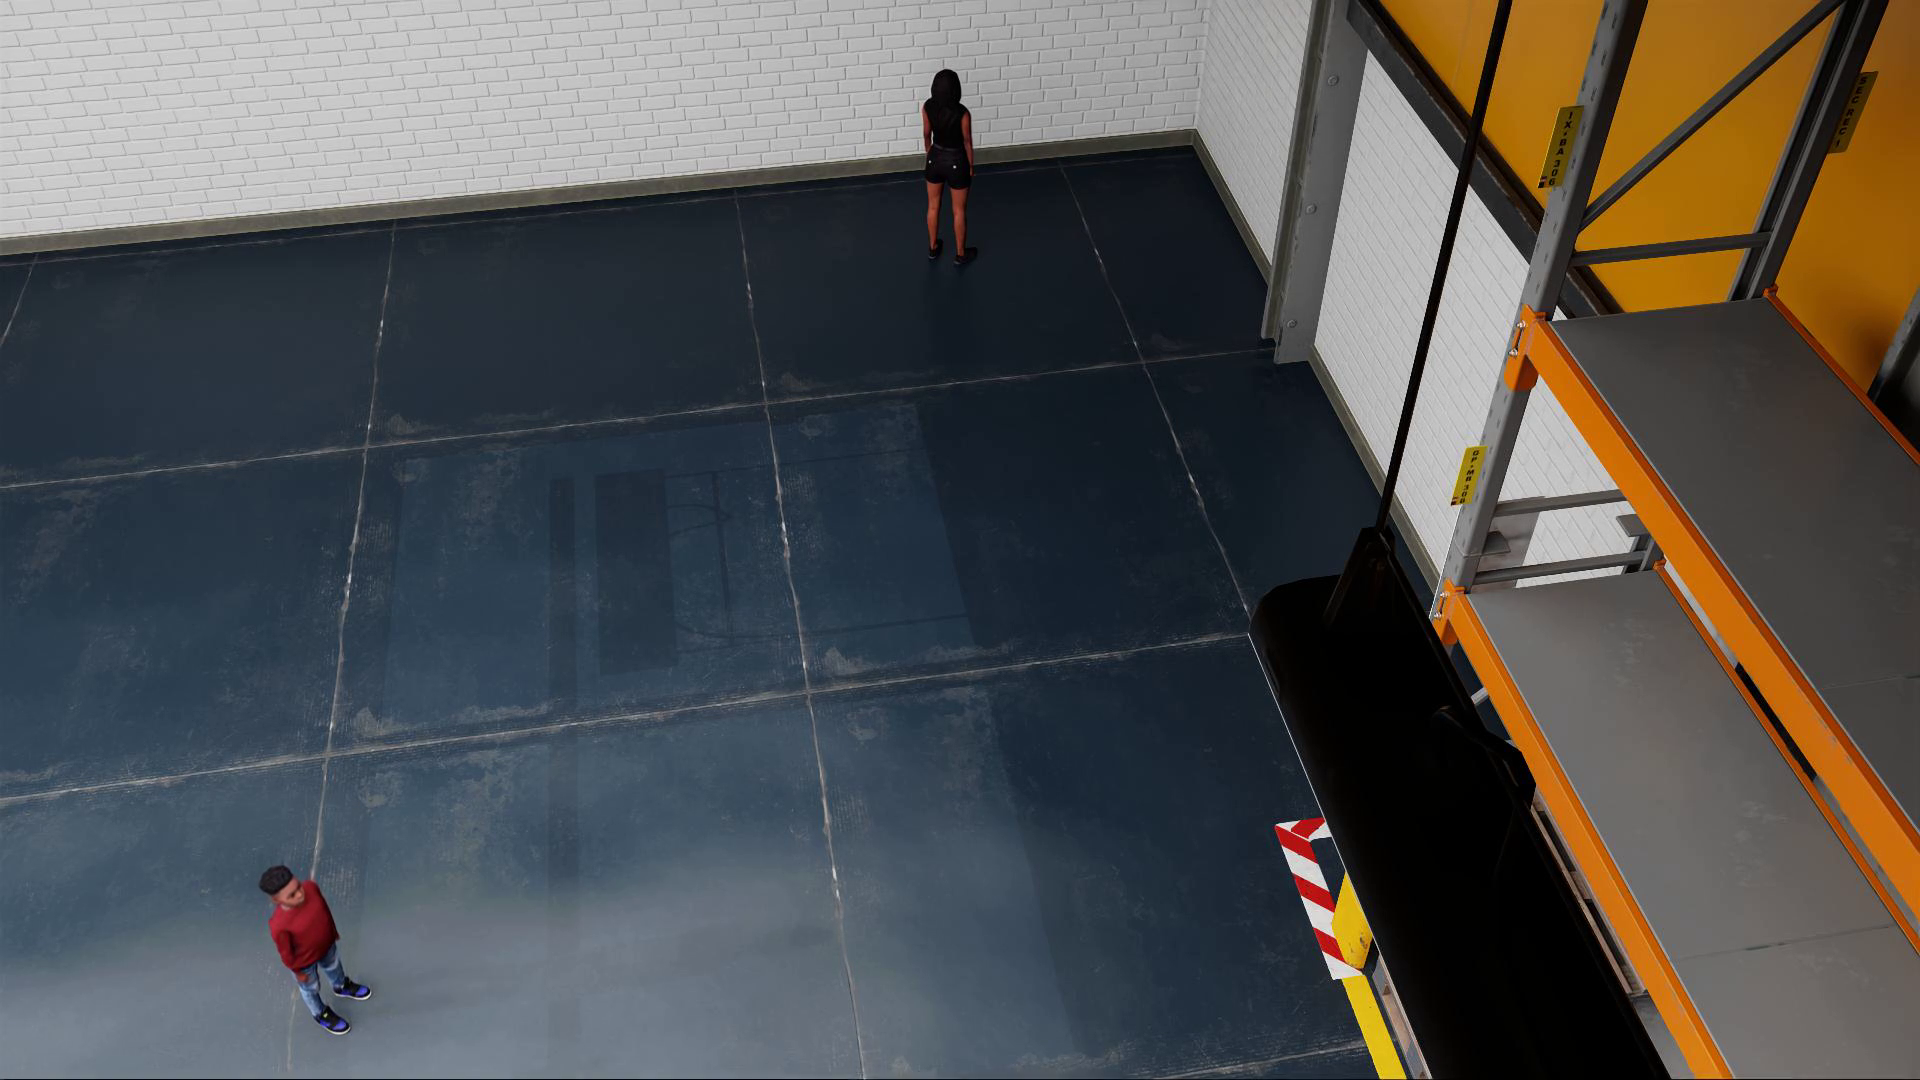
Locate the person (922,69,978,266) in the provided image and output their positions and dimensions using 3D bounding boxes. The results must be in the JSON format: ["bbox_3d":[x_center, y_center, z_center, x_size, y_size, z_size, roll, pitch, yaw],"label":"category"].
[{"bbox_3d":[-0.099,-3.075,13.702,0.672,1.741,0.693,17,46,17],"label":"person"}]

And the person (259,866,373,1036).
[{"bbox_3d":[-3.384,2.099,8.622,0.635,1.255,0.553,16,46,17],"label":"person"}]
